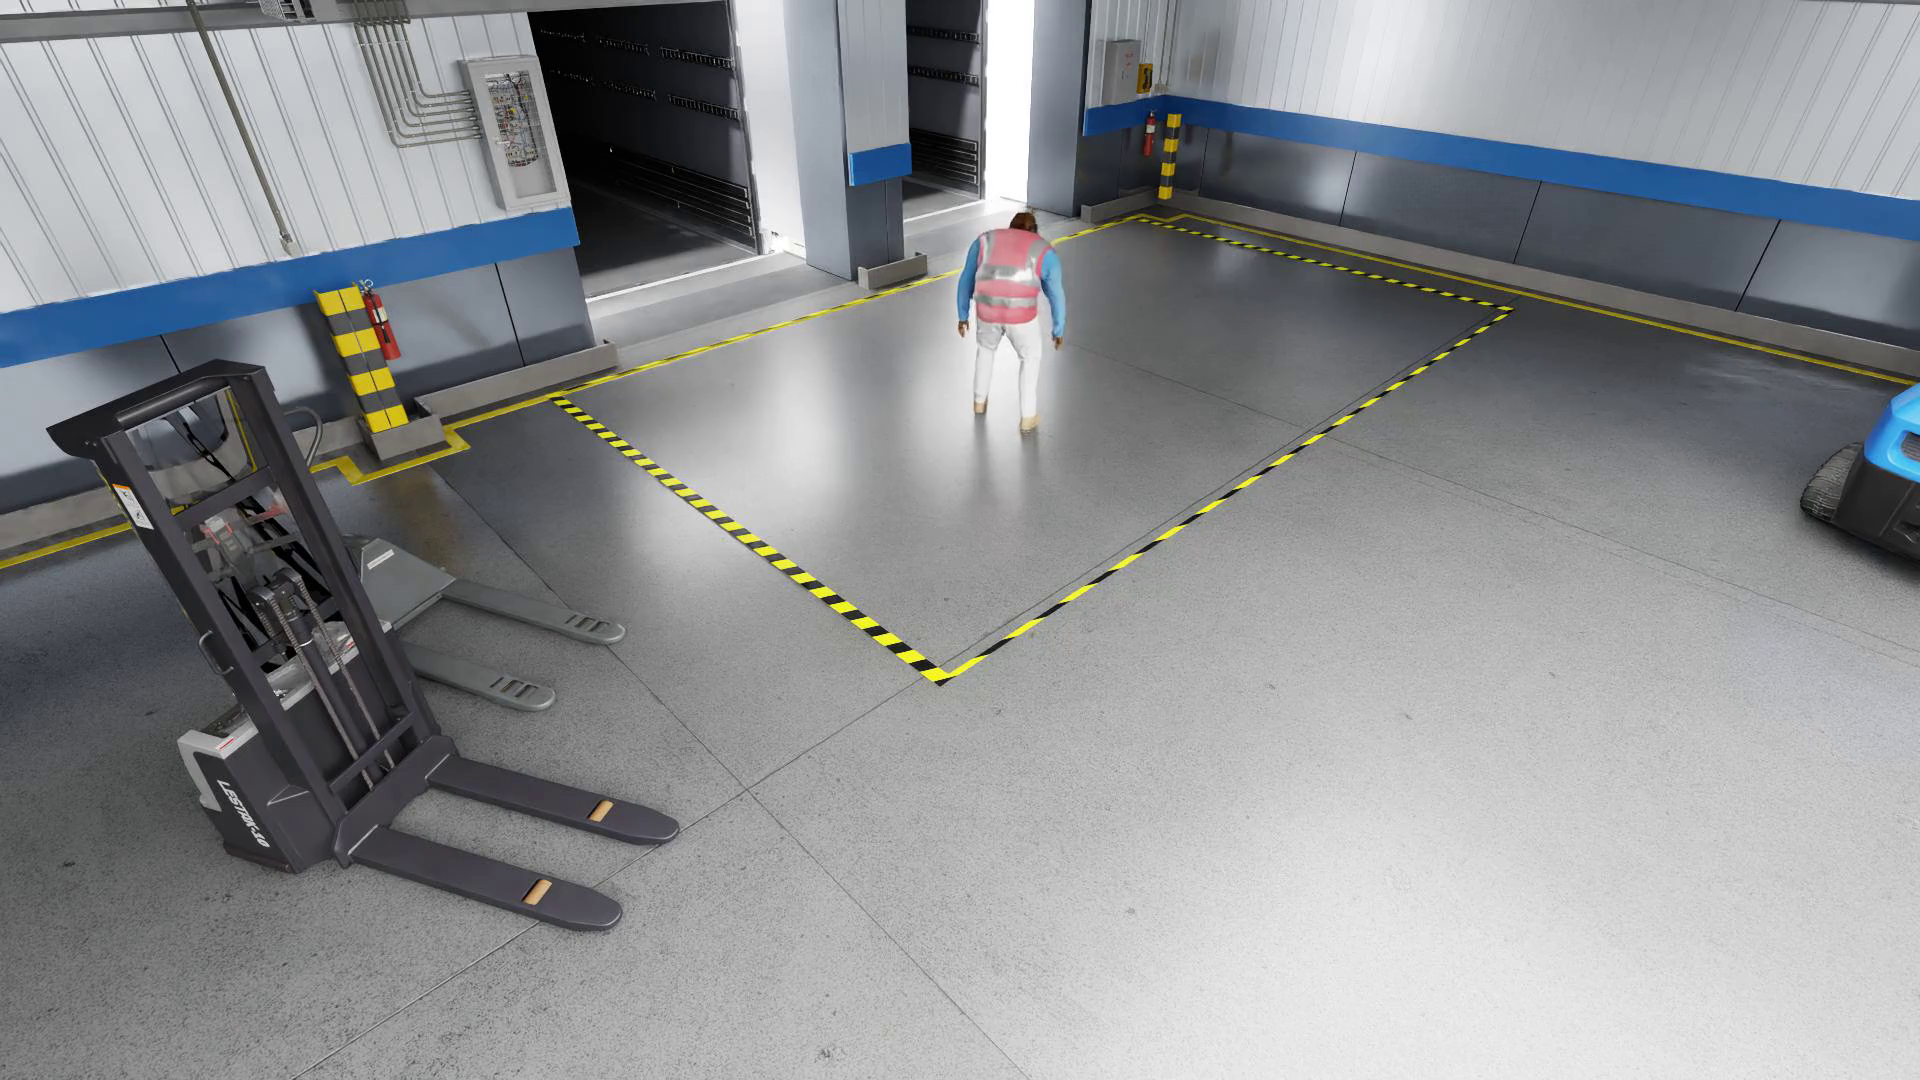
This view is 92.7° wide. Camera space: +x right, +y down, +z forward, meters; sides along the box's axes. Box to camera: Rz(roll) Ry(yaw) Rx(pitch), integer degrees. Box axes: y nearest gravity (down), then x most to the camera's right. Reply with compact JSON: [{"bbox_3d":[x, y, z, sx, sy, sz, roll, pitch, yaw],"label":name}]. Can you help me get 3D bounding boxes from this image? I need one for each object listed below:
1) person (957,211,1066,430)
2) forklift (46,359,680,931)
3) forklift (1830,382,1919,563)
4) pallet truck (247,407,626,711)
[{"bbox_3d":[0.388,-1.643,6.898,0.807,1.441,0.923,8,35,12],"label":"person"},{"bbox_3d":[-2.135,0.422,3.354,1.885,1.965,0.823,10,35,14],"label":"forklift"},{"bbox_3d":[6.611,-0.966,5.078,2.680,2.036,1.157,-12,36,-18],"label":"forklift"},{"bbox_3d":[-2.628,0.038,4.590,1.601,1.201,0.680,12,36,18],"label":"pallet truck"}]
